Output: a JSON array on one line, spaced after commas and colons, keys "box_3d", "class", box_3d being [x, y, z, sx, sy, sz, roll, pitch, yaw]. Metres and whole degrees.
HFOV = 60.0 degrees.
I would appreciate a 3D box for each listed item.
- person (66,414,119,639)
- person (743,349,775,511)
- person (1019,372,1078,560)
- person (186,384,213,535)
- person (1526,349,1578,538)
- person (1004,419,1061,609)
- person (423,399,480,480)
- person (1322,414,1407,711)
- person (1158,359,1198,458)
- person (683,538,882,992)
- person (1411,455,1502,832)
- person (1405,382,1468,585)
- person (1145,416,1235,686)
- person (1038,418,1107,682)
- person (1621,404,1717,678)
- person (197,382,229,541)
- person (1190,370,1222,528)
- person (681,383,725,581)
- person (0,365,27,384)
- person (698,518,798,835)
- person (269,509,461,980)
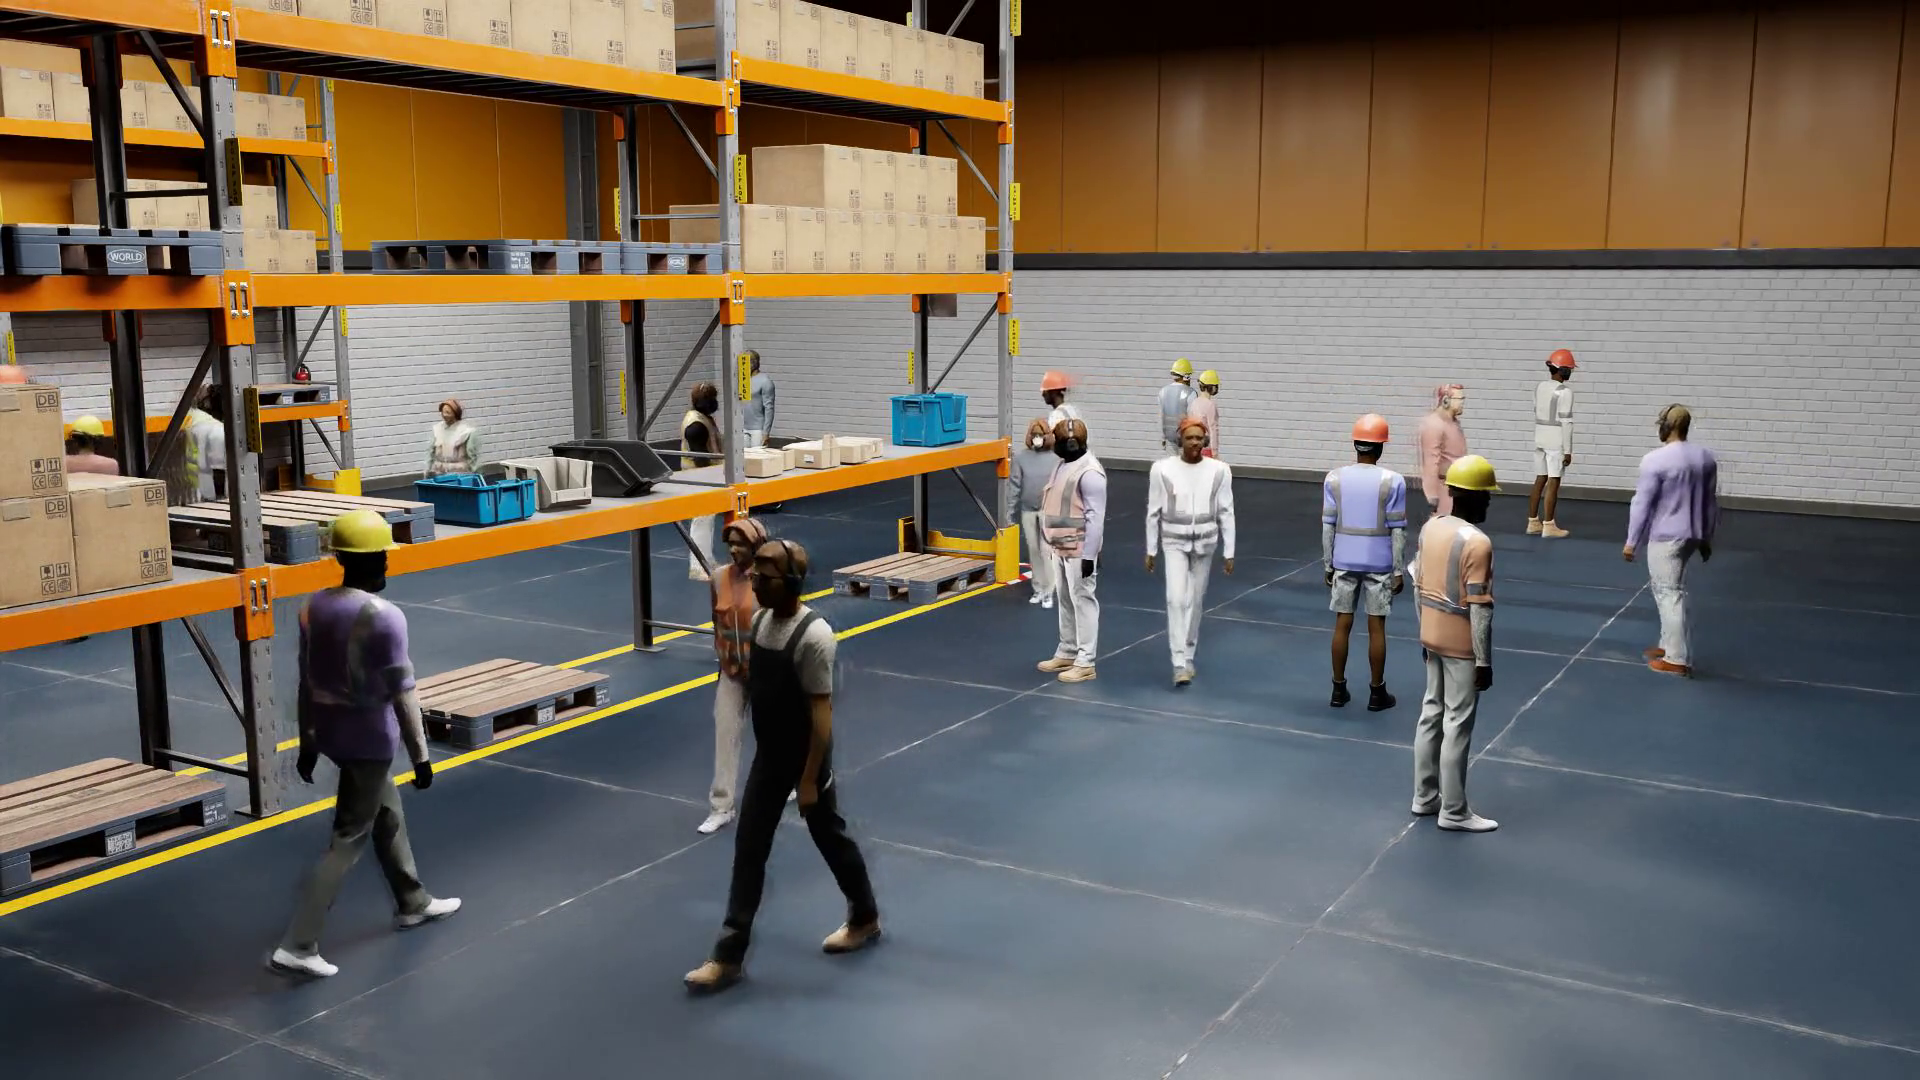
[{"box_3d": [-6.863, -0.115, 13.093, 0.534, 1.740, 0.811, 1, 9, 4], "class": "person"}, {"box_3d": [-2.485, -1.321, 19.986, 0.631, 1.939, 0.372, 8, 12, 40], "class": "person"}, {"box_3d": [0.920, -0.672, 16.083, 0.899, 1.887, 0.551, 2, 9, 13], "class": "person"}, {"box_3d": [-7.059, -0.541, 15.521, 0.792, 1.816, 0.628, -3, 9, -16], "class": "person"}, {"box_3d": [6.395, -1.030, 17.892, 0.396, 2.039, 0.607, -2, 9, -15], "class": "person"}, {"box_3d": [0.646, -0.222, 14.158, 0.510, 1.610, 0.647, 3, 10, 20], "class": "person"}, {"box_3d": [-5.078, -0.622, 16.704, 0.523, 1.595, 0.870, 3, 10, 19], "class": "person"}, {"box_3d": [2.632, 0.147, 10.827, 0.548, 1.938, 0.358, 5, 10, 28], "class": "person"}, {"box_3d": [2.628, -1.236, 19.780, 0.403, 1.834, 0.588, -8, 12, -41], "class": "person"}, {"box_3d": [-0.678, 0.877, 6.720, 0.960, 1.798, 0.526, -9, 13, -44], "class": "person"}, {"box_3d": [2.557, 0.523, 8.516, 0.377, 1.923, 0.595, -2, 9, -14], "class": "person"}, {"box_3d": [4.268, -0.441, 14.609, 0.426, 1.895, 0.667, 5, 11, 31], "class": "person"}, {"box_3d": [1.609, 0.089, 11.441, 0.606, 1.850, 0.869, -1, 9, -4], "class": "person"}, {"box_3d": [0.783, 0.068, 11.634, 0.430, 1.840, 0.621, -3, 10, -18], "class": "person"}, {"box_3d": [5.007, -0.005, 11.820, 0.638, 1.917, 0.651, -5, 10, -29], "class": "person"}, {"box_3d": [-6.430, -0.420, 14.448, 0.992, 1.924, 0.627, -7, 11, -37], "class": "person"}, {"box_3d": [2.760, -1.021, 18.647, 0.330, 1.767, 0.528, -3, 10, -19], "class": "person"}, {"box_3d": [-2.378, -0.544, 15.518, 0.430, 1.823, 0.669, 0, 9, -3], "class": "person"}, {"box_3d": [-8.563, -0.566, 15.048, 0.623, 2.007, 0.894, 2, 9, 13], "class": "person"}, {"box_3d": [-1.047, 0.664, 8.673, 0.531, 1.594, 0.846, 5, 10, 26], "class": "person"}, {"box_3d": [-2.506, 0.814, 6.857, 0.606, 1.879, 0.984, 6, 11, 35], "class": "person"}]
